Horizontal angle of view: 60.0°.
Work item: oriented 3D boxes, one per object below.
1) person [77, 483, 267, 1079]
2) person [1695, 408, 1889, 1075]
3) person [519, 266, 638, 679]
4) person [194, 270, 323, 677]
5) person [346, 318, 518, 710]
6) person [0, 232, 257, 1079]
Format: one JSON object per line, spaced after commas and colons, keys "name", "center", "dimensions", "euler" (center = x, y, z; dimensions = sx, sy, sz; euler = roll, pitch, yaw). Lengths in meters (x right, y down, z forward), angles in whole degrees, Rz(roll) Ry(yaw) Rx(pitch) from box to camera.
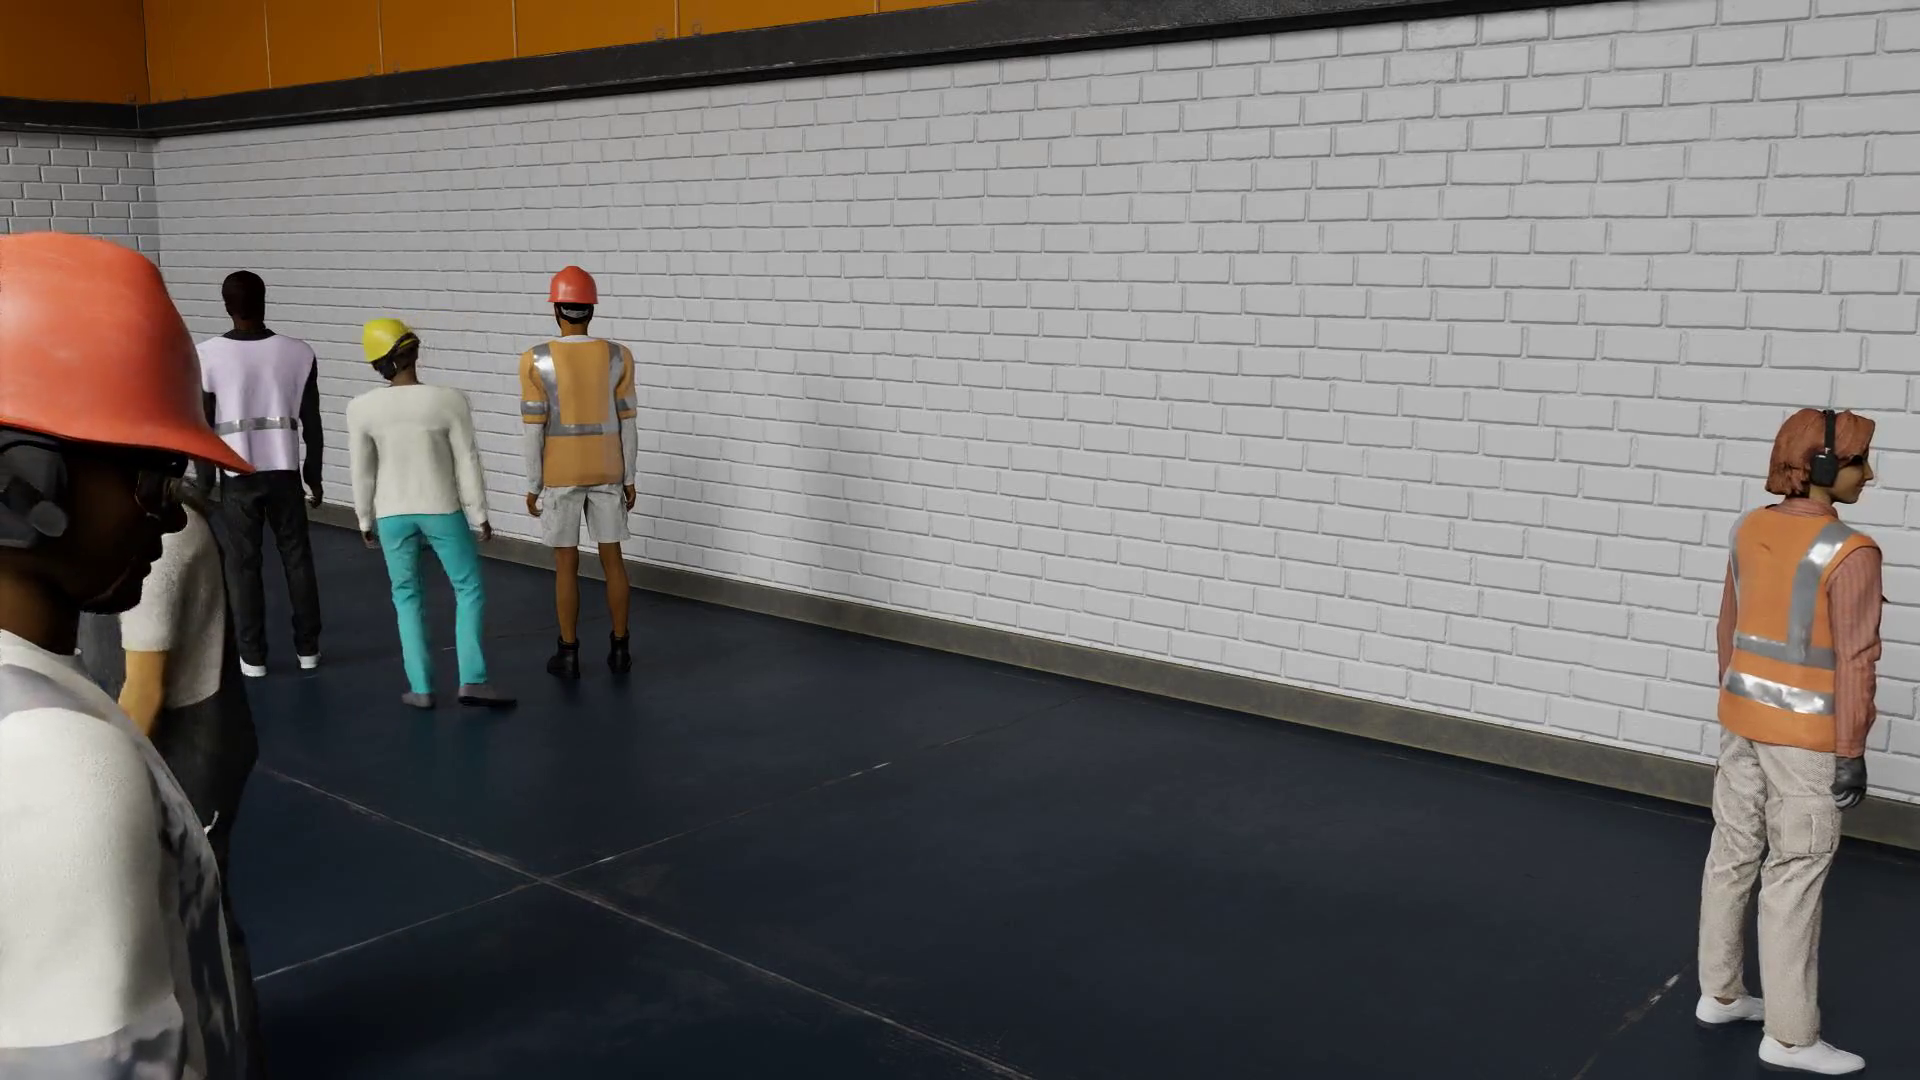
{"name": "person", "center": [-1.699, 0.508, 3.509], "dimensions": [0.433, 1.823, 0.507], "euler": [-7, 12, -36]}
{"name": "person", "center": [2.063, 0.490, 4.142], "dimensions": [0.315, 1.636, 0.515], "euler": [-2, 10, -10]}
{"name": "person", "center": [-1.789, -0.310, 7.842], "dimensions": [0.542, 1.938, 0.358], "euler": [-5, 11, -25]}
{"name": "person", "center": [-3.317, -0.308, 7.888], "dimensions": [0.590, 1.916, 0.386], "euler": [-7, 12, -34]}
{"name": "person", "center": [-2.321, -0.099, 7.253], "dimensions": [0.667, 1.724, 0.435], "euler": [-1, 10, -7]}
{"name": "person", "center": [-0.828, 0.738, 1.601], "dimensions": [0.605, 2.034, 0.392], "euler": [9, 13, 40]}
